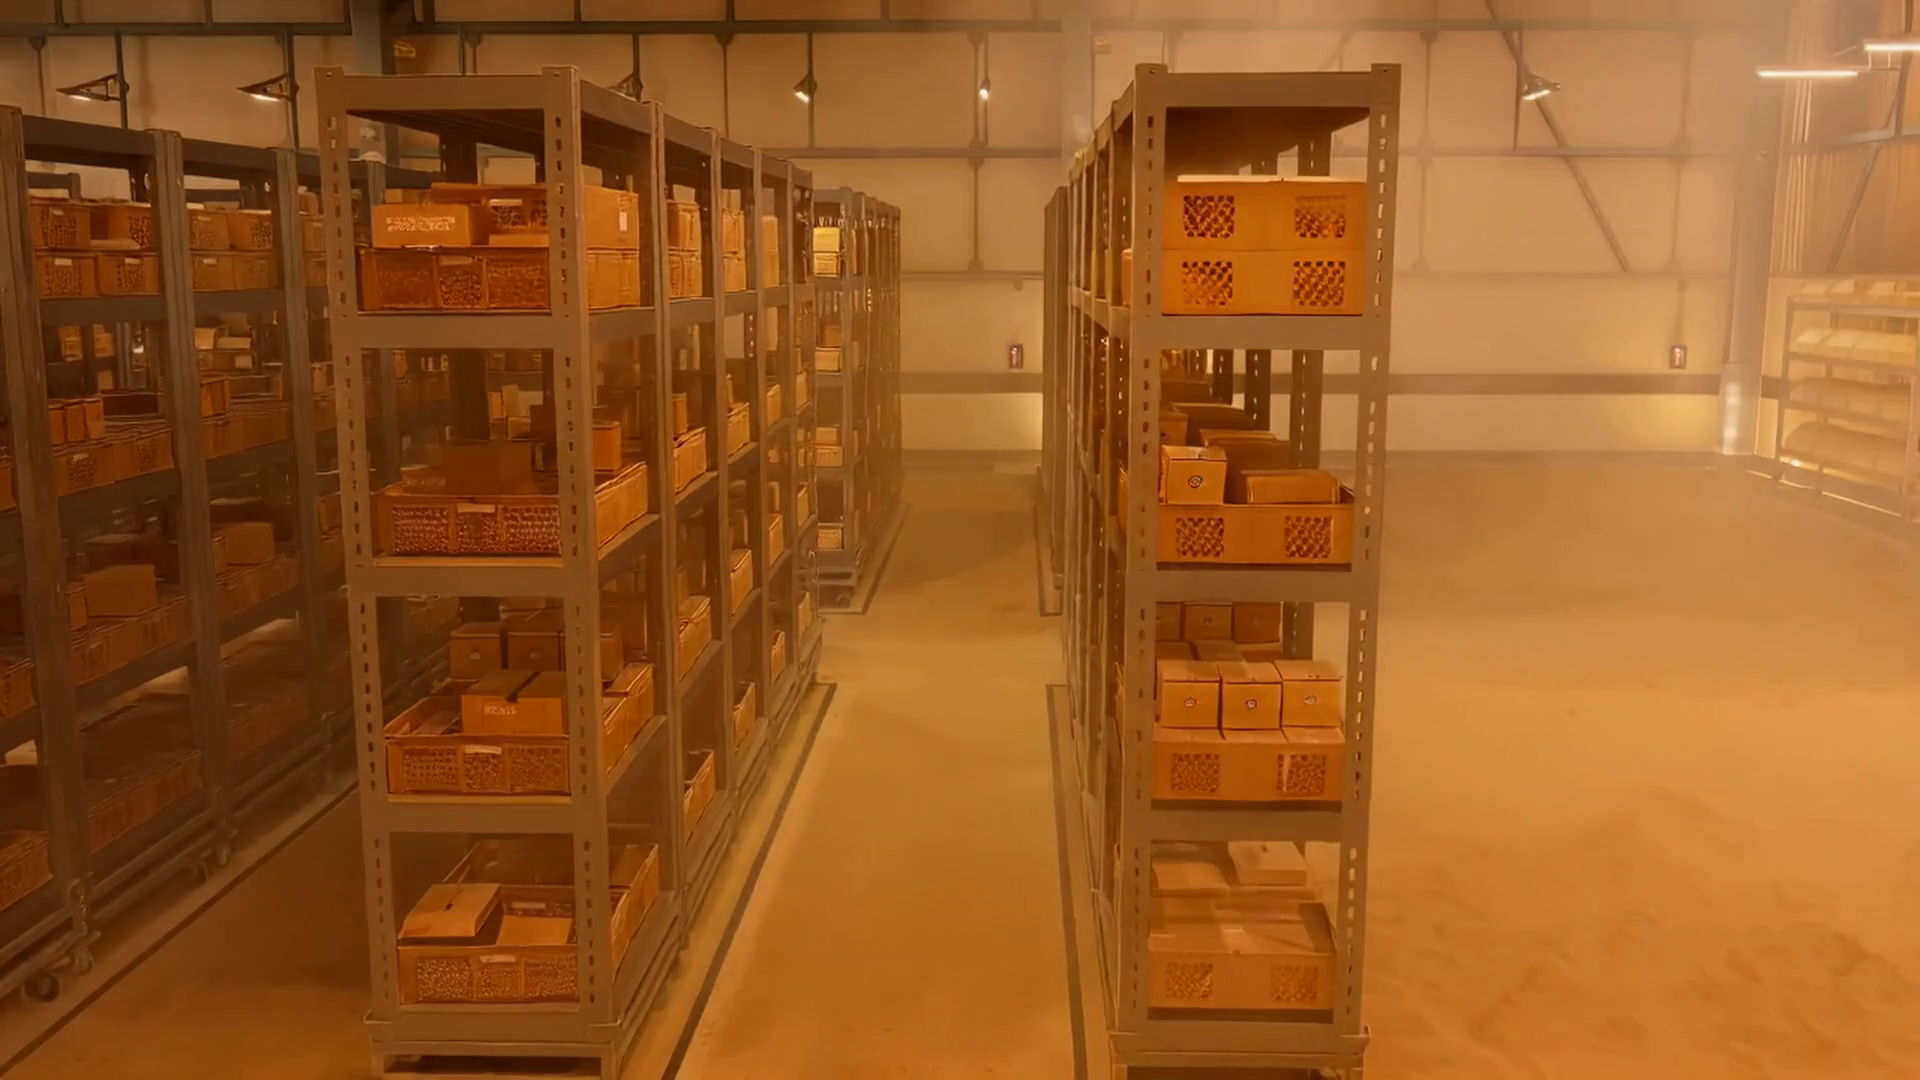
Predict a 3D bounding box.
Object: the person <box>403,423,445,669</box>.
[{"bbox_3d":[-3.938,0.053,12.173,0.507,1.830,0.584,1,10,7],"label":"person"}]
